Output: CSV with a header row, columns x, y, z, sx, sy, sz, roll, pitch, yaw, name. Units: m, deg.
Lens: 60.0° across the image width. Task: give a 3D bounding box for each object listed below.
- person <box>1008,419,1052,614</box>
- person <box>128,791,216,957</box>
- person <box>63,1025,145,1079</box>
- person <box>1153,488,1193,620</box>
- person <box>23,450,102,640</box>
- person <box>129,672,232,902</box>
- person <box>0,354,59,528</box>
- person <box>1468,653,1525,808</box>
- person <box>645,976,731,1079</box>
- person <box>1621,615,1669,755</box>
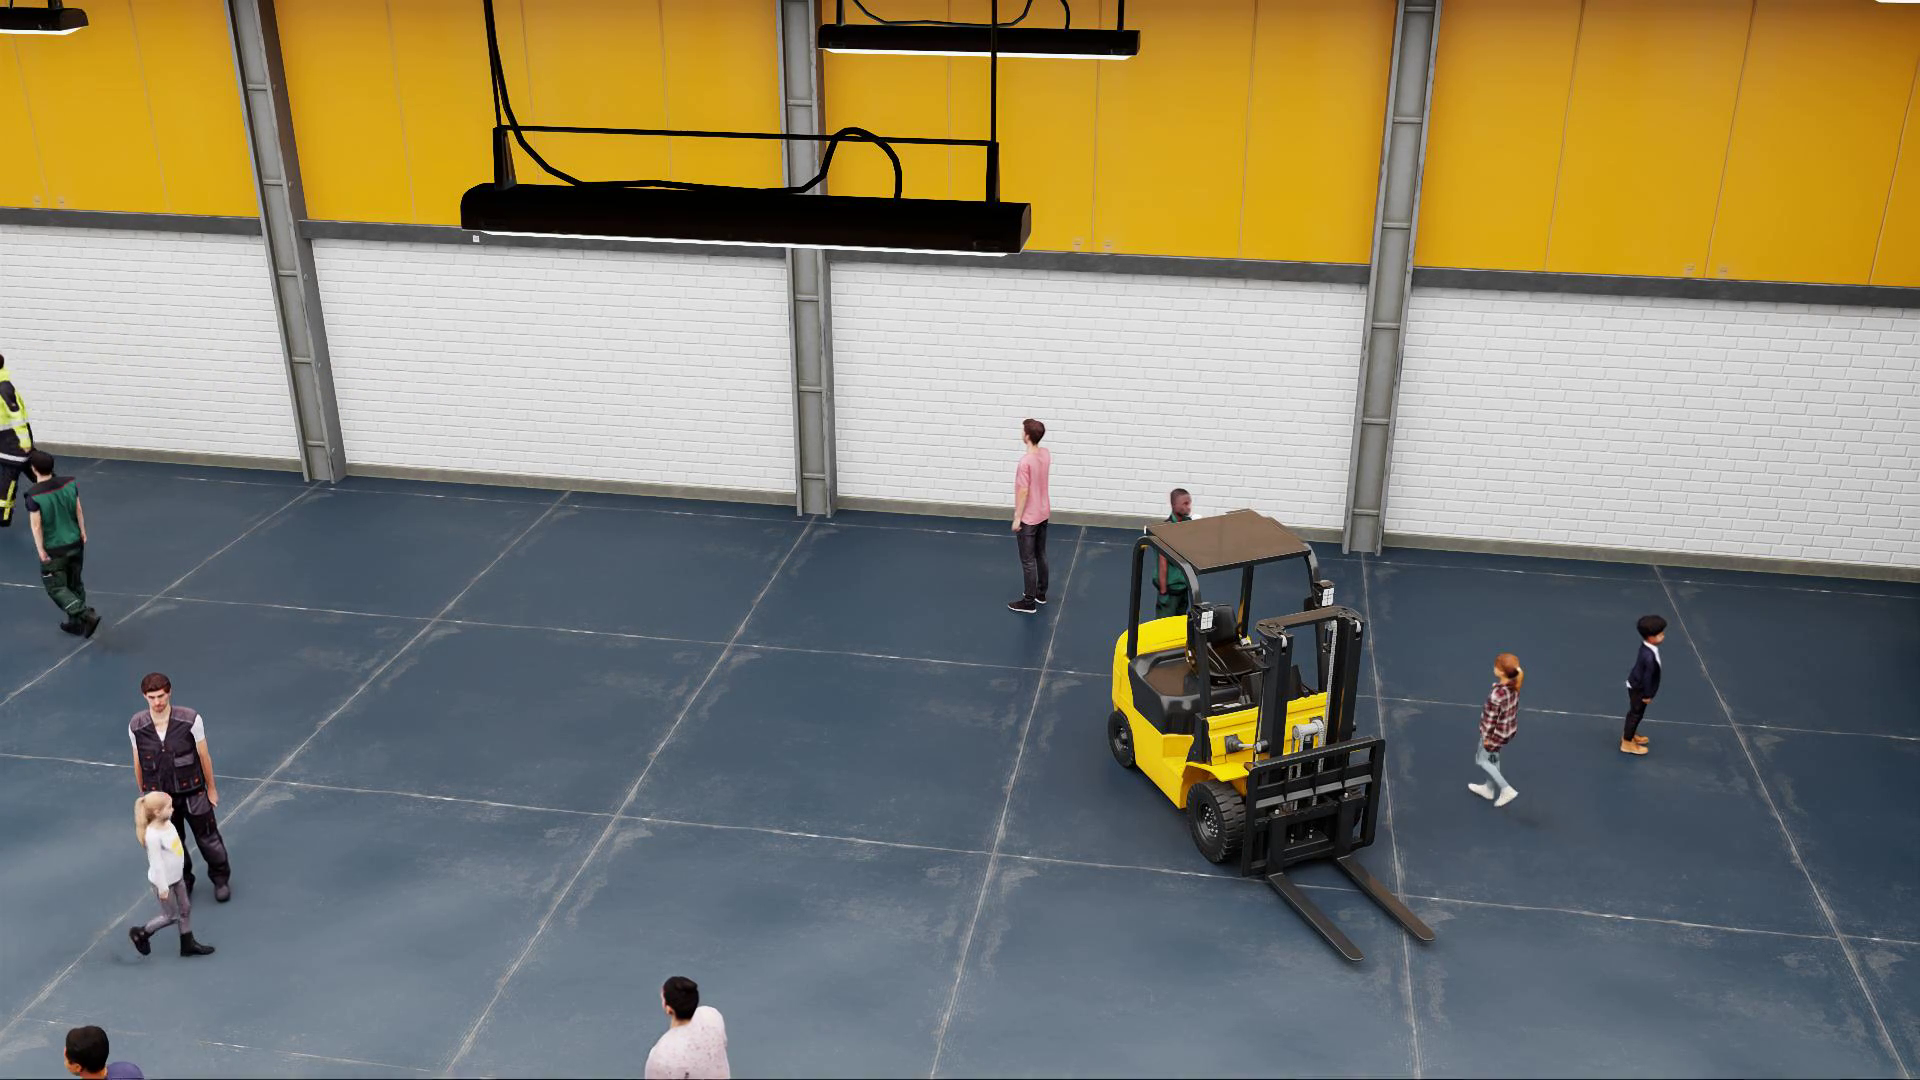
x,y,z,sx,sy,sz,roll,pitch,yaw,name
0.708,-0.245,16.145,0.679,1.959,0.694,14,27,29,person
-5.416,2.290,11.222,0.794,1.257,0.598,-1,24,-1,person
-4.142,3.215,8.465,0.780,1.769,0.665,4,24,9,person
1.906,0.390,14.843,0.743,1.838,0.772,15,28,30,person
-8.341,0.071,15.515,1.038,1.885,0.845,12,26,25,person
-5.509,1.755,11.719,0.676,1.840,0.800,-6,24,-12,person
-10.254,-1.120,18.178,1.302,1.933,1.323,-21,31,-39,person
4.255,1.499,12.982,0.727,1.297,0.798,-19,30,-37,person
-1.435,3.036,8.909,0.759,1.743,0.777,14,27,29,person
5.661,1.179,13.803,0.514,1.224,0.525,7,25,17,person
